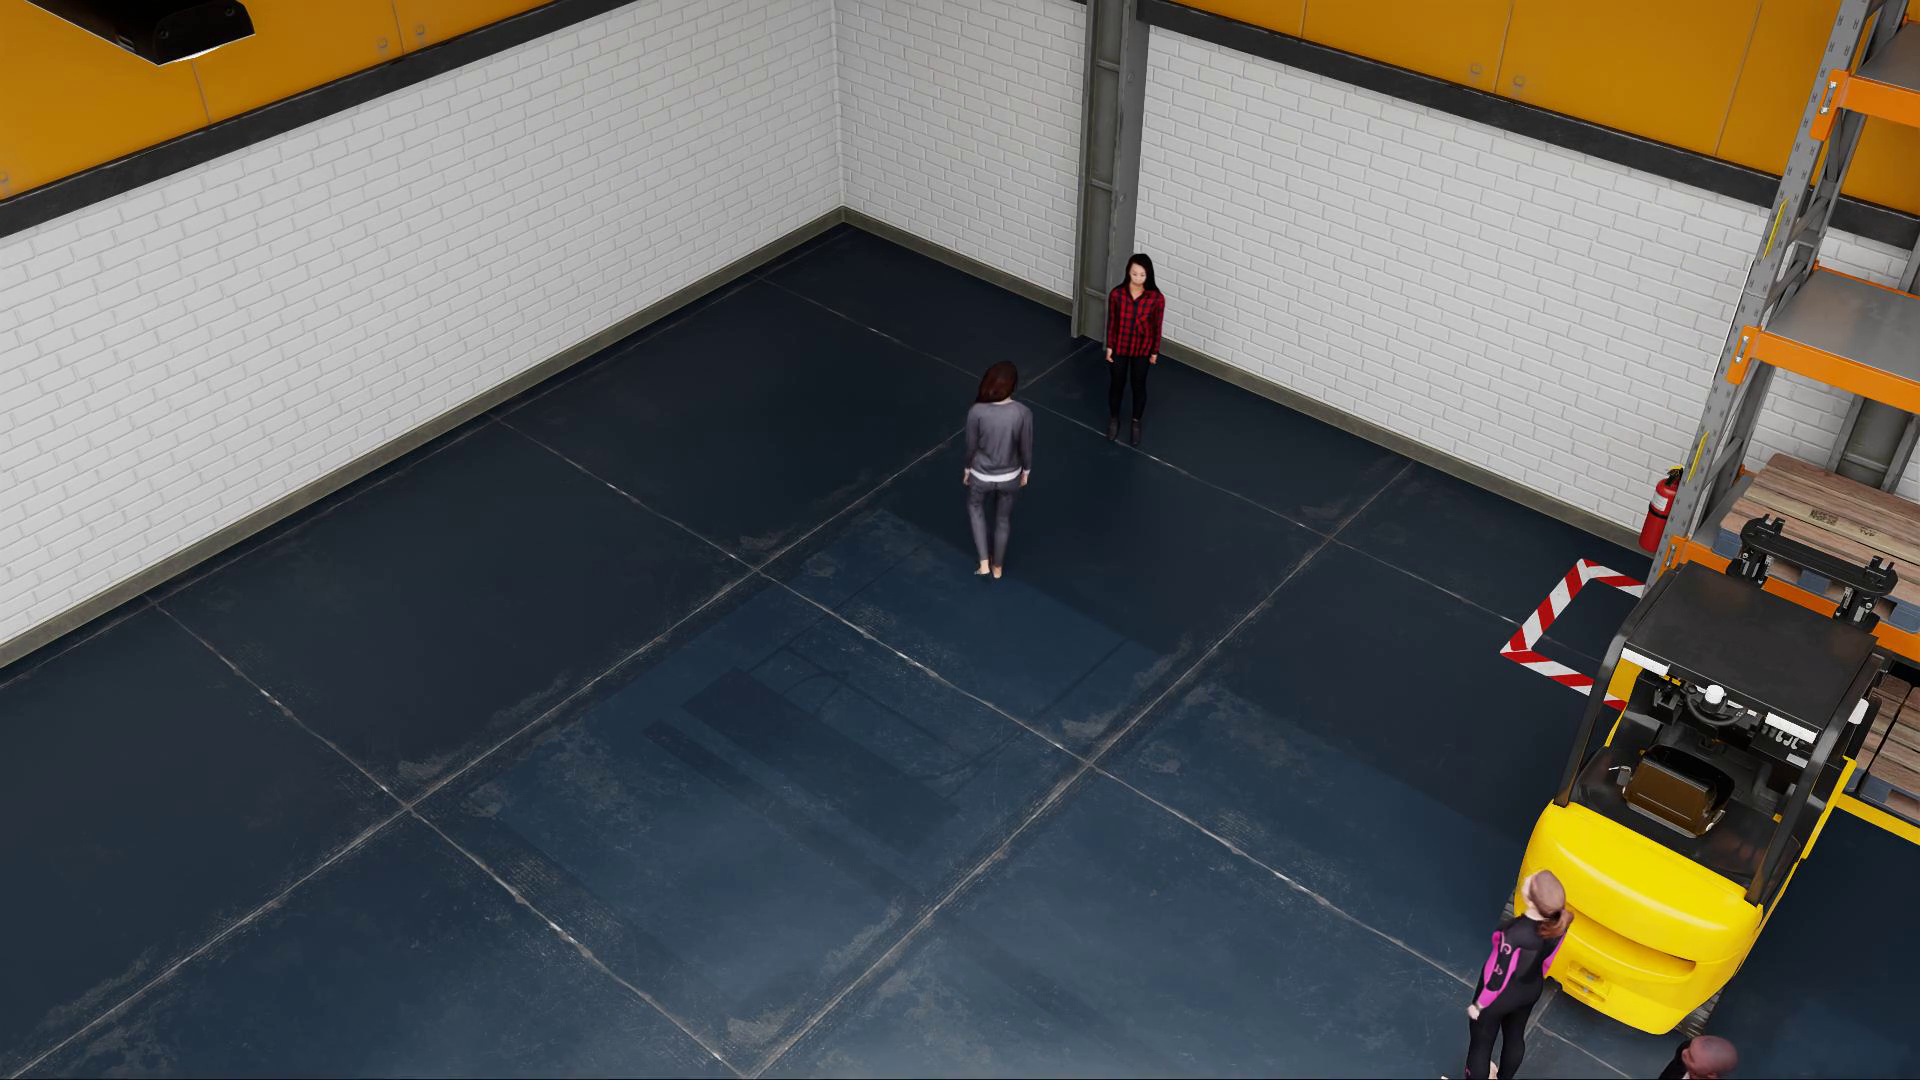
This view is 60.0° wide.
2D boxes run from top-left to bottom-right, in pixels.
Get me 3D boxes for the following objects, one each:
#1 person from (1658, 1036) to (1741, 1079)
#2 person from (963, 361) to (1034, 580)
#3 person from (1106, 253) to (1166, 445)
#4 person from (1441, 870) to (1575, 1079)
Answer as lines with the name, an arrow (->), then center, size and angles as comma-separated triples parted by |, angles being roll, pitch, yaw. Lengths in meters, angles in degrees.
person -> 3.190, 2.764, 7.451 | 0.766, 1.761, 0.727 | 0, 39, 0
person -> 0.254, -0.406, 11.422 | 0.794, 1.757, 0.855 | -2, 39, -2
person -> 1.326, -1.499, 12.876 | 0.603, 1.652, 0.716 | 7, 39, 9
person -> 2.691, 2.210, 8.150 | 0.653, 1.754, 0.695 | -16, 41, -19
